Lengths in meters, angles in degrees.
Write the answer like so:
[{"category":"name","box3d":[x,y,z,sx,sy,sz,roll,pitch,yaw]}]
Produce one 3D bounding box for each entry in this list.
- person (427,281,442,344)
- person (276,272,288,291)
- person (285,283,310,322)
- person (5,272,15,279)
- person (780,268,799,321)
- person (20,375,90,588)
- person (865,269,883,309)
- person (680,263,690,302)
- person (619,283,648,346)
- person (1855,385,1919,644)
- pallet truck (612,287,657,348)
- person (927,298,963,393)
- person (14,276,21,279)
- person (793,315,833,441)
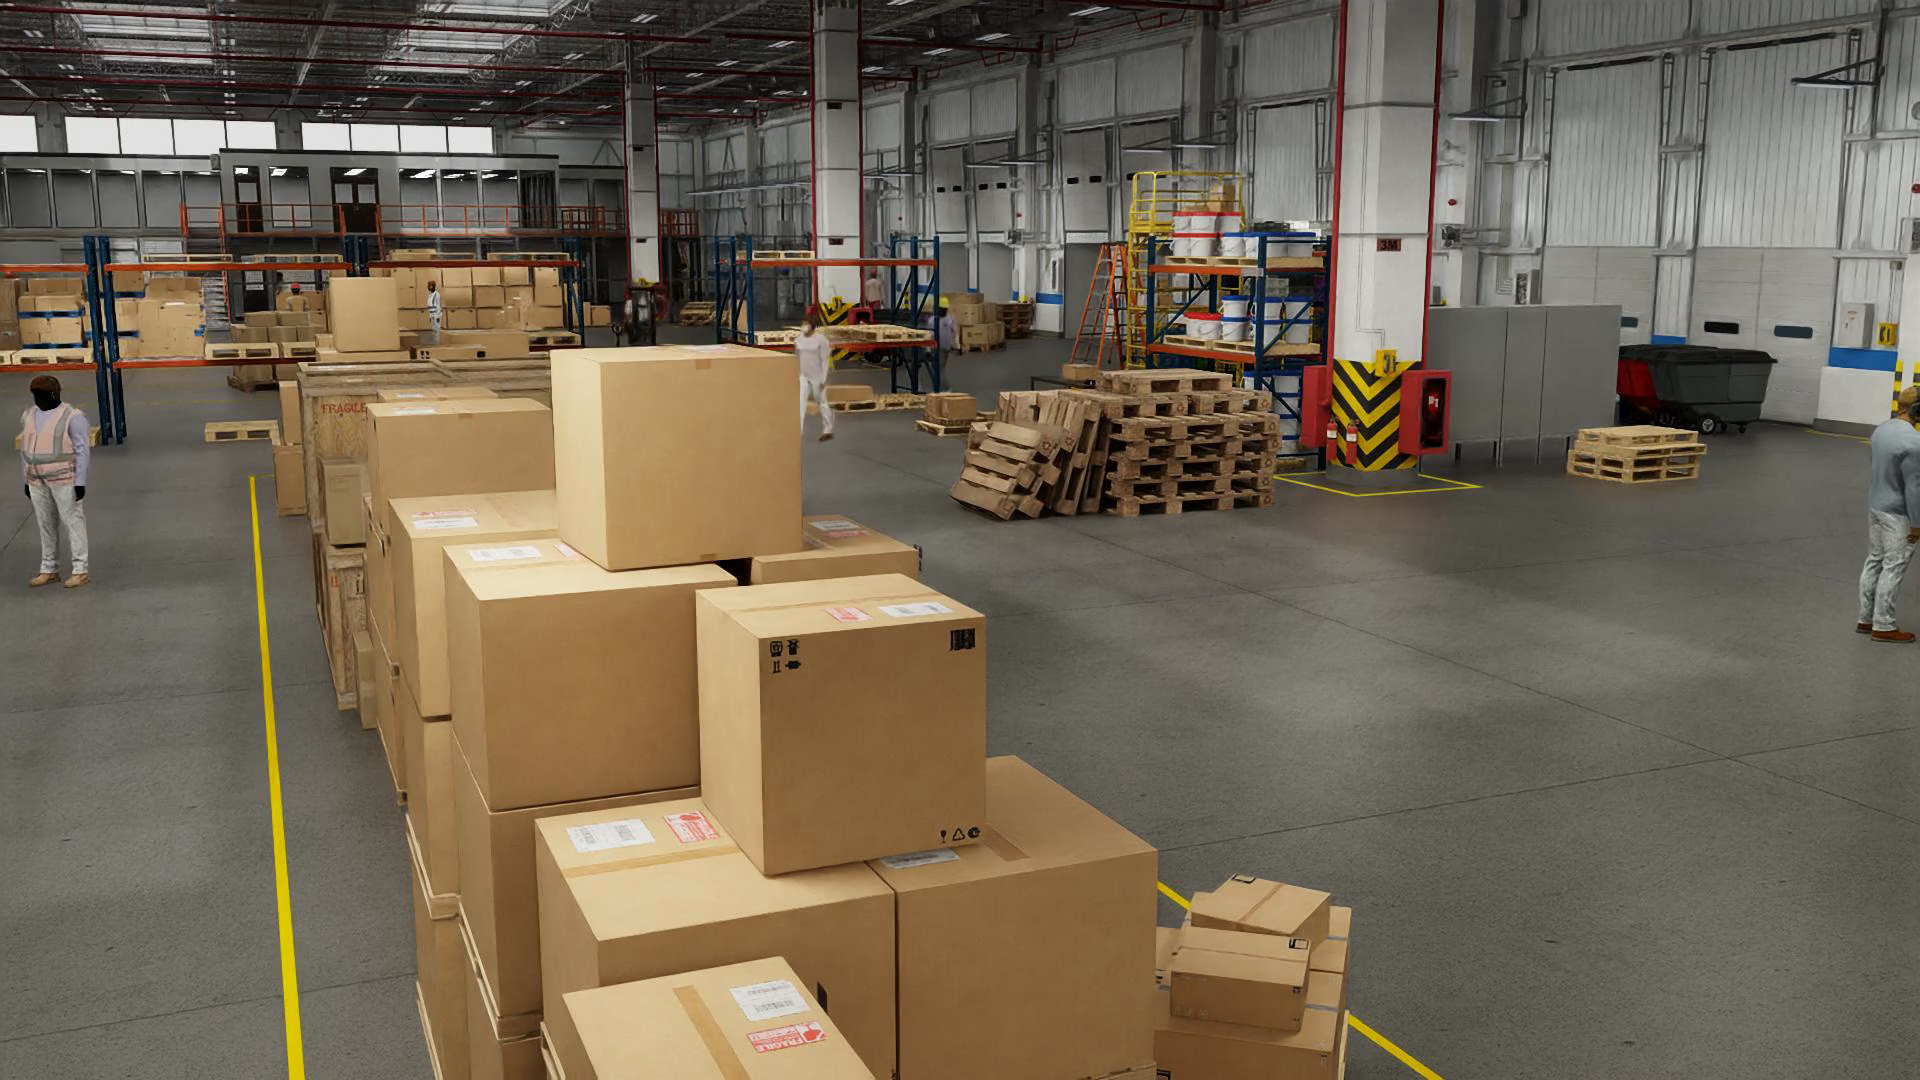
[{"category":"person","box3d":[-14.058,-5.998,44.528,0.352,1.878,0.568,-9,13,-40]},{"category":"person","box3d":[-22.150,-7.810,54.446,0.455,1.903,0.625,0,10,1]},{"category":"person","box3d":[-16.057,-5.267,40.345,0.542,1.928,0.374,-6,12,-28]},{"category":"person","box3d":[-30.394,-7.613,53.289,0.395,1.928,0.546,3,11,15]},{"category":"person","box3d":[-6.218,-8.952,60.671,0.881,1.914,0.645,-5,12,-27]},{"category":"person","box3d":[-7.809,-0.504,14.338,0.626,1.842,0.429,2,10,10]},{"category":"person","box3d":[-2.874,-8.065,55.654,0.618,1.974,0.588,-1,10,-6]},{"category":"person","box3d":[-12.909,-12.074,78.097,0.429,1.844,0.623,3,11,18]},{"category":"person","box3d":[-7.414,-4.774,37.313,0.977,2.000,0.686,3,11,15]},{"category":"person","box3d":[6.963,-0.191,12.373,0.372,1.930,0.636,0,10,2]},{"category":"pallet truck","box3d":[-6.464,-4.406,35.401,0.823,1.965,1.885,6,12,32]},{"category":"person","box3d":[-0.287,-3.651,31.587,0.610,1.875,0.988,-8,13,-36]},{"category":"person","box3d":[-28.662,-7.119,50.798,0.982,1.831,0.608,2,10,10]},{"category":"person","box3d":[-2.194,-2.352,24.403,0.668,1.886,1.027,6,12,28]}]
